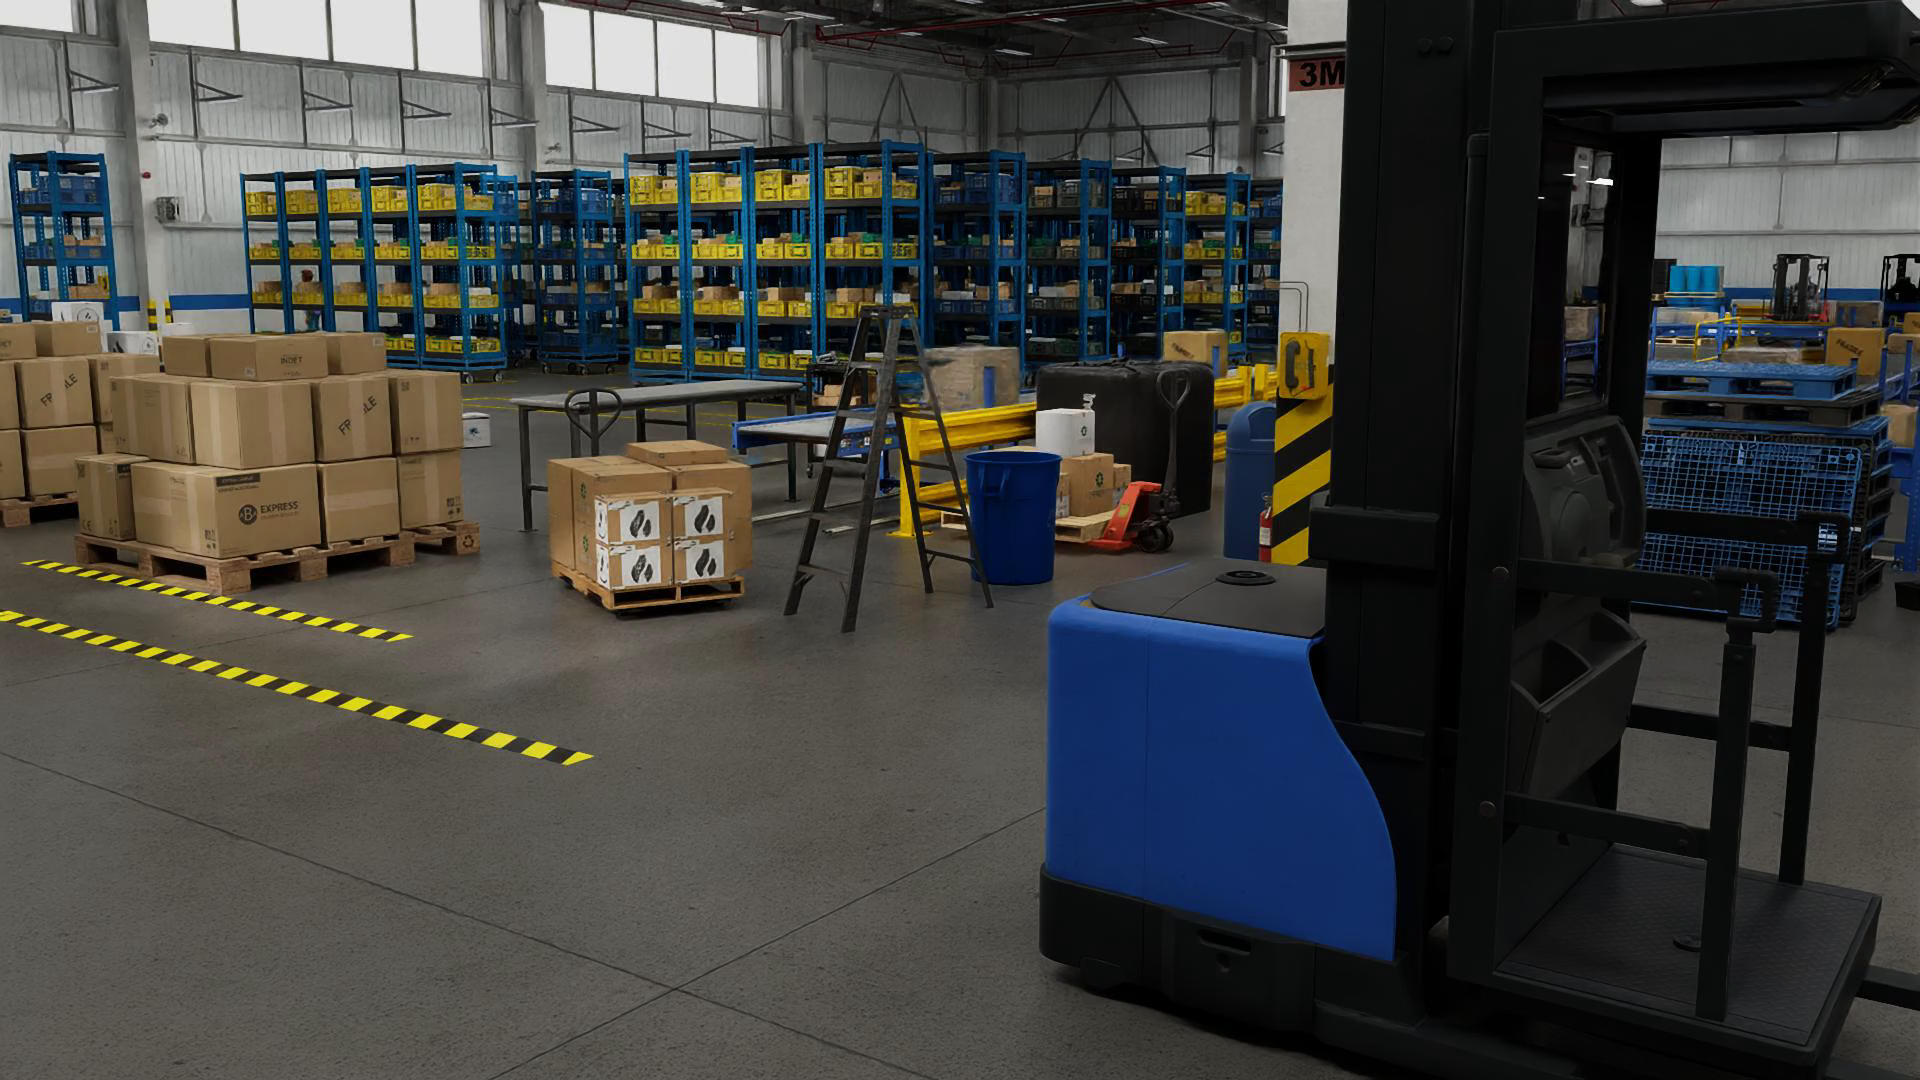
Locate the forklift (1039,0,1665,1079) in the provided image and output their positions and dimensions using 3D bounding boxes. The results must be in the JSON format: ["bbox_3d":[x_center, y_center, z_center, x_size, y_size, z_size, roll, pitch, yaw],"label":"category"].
[{"bbox_3d":[1.249,-0.137,4.360,1.873,2.768,1.129,7,12,35],"label":"forklift"}]

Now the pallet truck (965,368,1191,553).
[{"bbox_3d":[0.845,-0.609,11.869,1.630,1.274,0.653,7,12,35],"label":"pallet truck"}]

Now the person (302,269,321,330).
[{"bbox_3d":[-13.232,-4.596,33.988,0.396,1.847,0.565,-1,10,-5],"label":"person"}]

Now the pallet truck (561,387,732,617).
[{"bbox_3d":[-1.981,-0.274,10.088,0.680,1.201,1.601,-5,11,-28],"label":"pallet truck"}]

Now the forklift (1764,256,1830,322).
[{"bbox_3d":[20.253,-5.854,40.139,1.157,1.987,2.680,7,12,35],"label":"forklift"}]

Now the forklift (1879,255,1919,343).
[{"bbox_3d":[22.089,-5.634,38.796,1.157,1.987,2.680,6,11,33],"label":"forklift"}]
